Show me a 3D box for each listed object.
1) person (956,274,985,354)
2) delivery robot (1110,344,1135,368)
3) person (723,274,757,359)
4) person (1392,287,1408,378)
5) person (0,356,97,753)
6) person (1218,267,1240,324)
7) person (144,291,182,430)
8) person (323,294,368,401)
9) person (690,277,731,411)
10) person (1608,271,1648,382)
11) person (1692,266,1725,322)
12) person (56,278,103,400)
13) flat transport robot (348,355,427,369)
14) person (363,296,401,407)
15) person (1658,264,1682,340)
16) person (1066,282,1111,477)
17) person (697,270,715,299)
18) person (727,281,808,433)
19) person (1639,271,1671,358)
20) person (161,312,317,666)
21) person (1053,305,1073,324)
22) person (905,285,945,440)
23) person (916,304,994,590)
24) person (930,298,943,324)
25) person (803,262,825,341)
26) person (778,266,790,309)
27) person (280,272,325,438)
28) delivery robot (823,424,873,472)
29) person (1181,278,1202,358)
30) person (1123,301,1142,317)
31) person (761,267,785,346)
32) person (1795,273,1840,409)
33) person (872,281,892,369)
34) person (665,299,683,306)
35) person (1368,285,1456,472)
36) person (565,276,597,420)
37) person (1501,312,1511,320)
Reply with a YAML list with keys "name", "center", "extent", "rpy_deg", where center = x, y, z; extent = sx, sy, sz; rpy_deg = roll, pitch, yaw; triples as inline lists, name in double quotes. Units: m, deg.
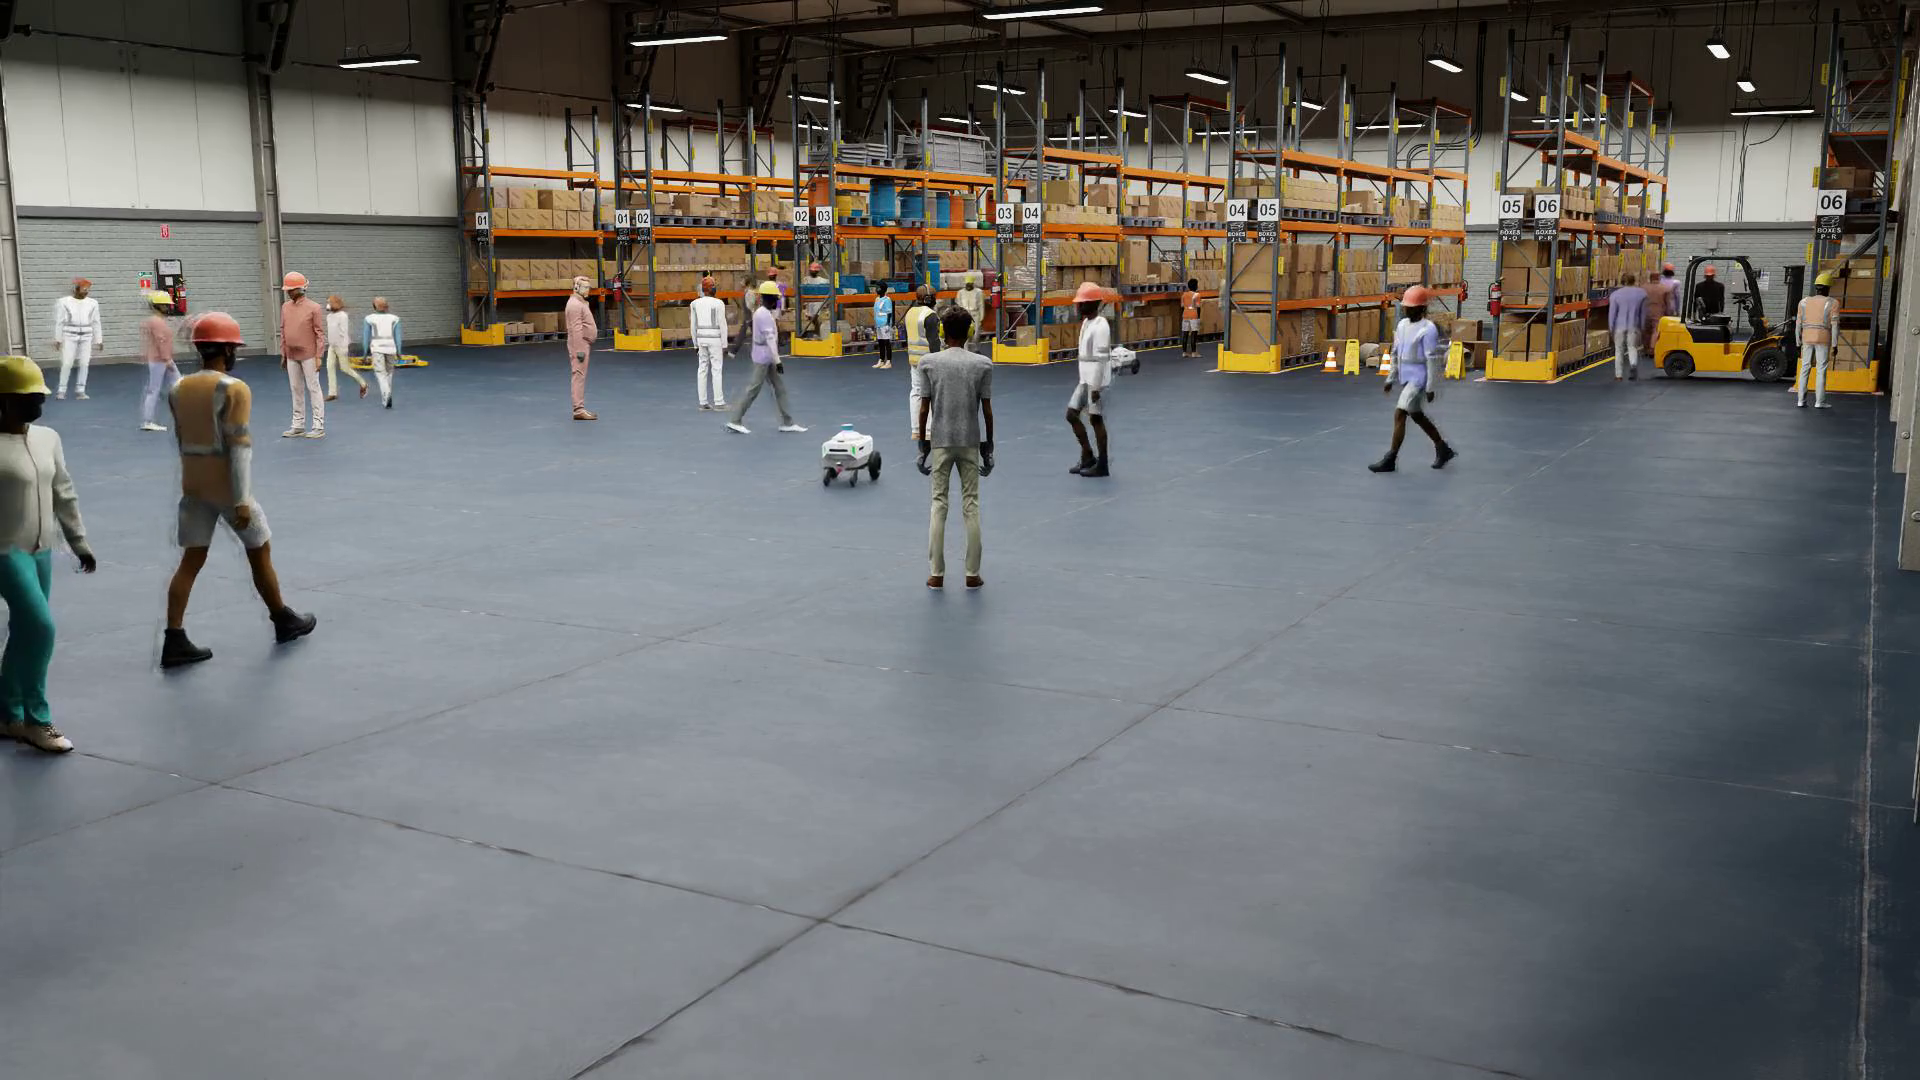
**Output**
- name: "person"
  center: [0.193, -4.617, 34.529]
  extent: [0.624, 1.810, 0.429]
  rpy_deg: [2, 10, 9]
- name: "delivery robot"
  center: [2.953, -3.369, 30.632]
  extent: [0.477, 0.478, 0.707]
  rpy_deg: [6, 11, 30]
- name: "person"
  center: [-4.548, -4.726, 35.262]
  extent: [1.002, 1.779, 0.513]
  rpy_deg: [-1, 10, -8]
- name: "person"
  center: [7.864, -3.703, 29.711]
  extent: [0.268, 1.632, 0.507]
  rpy_deg: [3, 10, 16]
- name: "person"
  center: [-4.085, 0.065, 7.344]
  extent: [0.646, 1.745, 0.526]
  rpy_deg: [1, 10, 7]
- name: "person"
  center: [6.701, -5.747, 40.891]
  extent: [0.650, 1.919, 0.764]
  rpy_deg: [9, 13, 41]
- name: "person"
  center: [-9.860, -2.229, 20.801]
  extent: [0.836, 1.734, 0.533]
  rpy_deg: [-2, 10, -9]
- name: "person"
  center: [-9.352, -2.912, 25.147]
  extent: [0.508, 1.607, 0.695]
  rpy_deg: [7, 12, 35]
- name: "person"
  center: [-3.502, -2.742, 23.358]
  extent: [0.572, 1.883, 0.356]
  rpy_deg: [5, 11, 25]
- name: "person"
  center: [11.458, -3.654, 28.573]
  extent: [0.645, 1.922, 0.521]
  rpy_deg: [2, 10, 9]
- name: "person"
  center: [16.132, -4.915, 35.899]
  extent: [0.644, 1.938, 1.028]
  rpy_deg: [5, 11, 28]
- name: "person"
  center: [-13.384, -3.049, 25.258]
  extent: [0.636, 1.848, 0.418]
  rpy_deg: [-9, 13, -41]
- name: "flat transport robot"
  center: [-11.148, -3.464, 32.292]
  extent: [0.652, 0.197, 1.431]
  rpy_deg: [7, 12, 35]
- name: "person"
  center: [-8.280, -2.698, 23.903]
  extent: [0.523, 1.611, 0.740]
  rpy_deg: [-6, 12, -33]
- name: "person"
  center: [16.198, -5.324, 38.174]
  extent: [0.626, 1.987, 1.036]
  rpy_deg: [5, 11, 29]
- name: "person"
  center: [1.256, -1.563, 16.341]
  extent: [0.534, 1.917, 0.588]
  rpy_deg: [-2, 10, -14]
- name: "person"
  center: [-5.701, -5.169, 37.625]
  extent: [0.519, 1.865, 0.331]
  rpy_deg: [6, 11, 30]
- name: "person"
  center: [-2.414, -2.234, 20.450]
  extent: [0.989, 1.885, 0.586]
  rpy_deg: [0, 10, -2]
- name: "person"
  center: [14.890, -4.842, 35.714]
  extent: [0.659, 1.869, 0.968]
  rpy_deg: [5, 11, 27]
- name: "person"
  center: [-4.021, -0.293, 9.055]
  extent: [0.554, 1.875, 1.012]
  rpy_deg: [4, 10, 20]
- name: "person"
  center: [2.460, -5.385, 39.309]
  extent: [0.488, 1.728, 0.593]
  rpy_deg: [4, 10, 22]
- name: "person"
  center: [-0.394, -2.078, 19.589]
  extent: [0.429, 1.844, 0.624]
  rpy_deg: [-6, 11, -31]
- name: "person"
  center: [-0.033, -0.597, 10.872]
  extent: [0.516, 1.865, 0.313]
  rpy_deg: [0, 10, -2]
- name: "person"
  center: [-0.612, -6.240, 44.642]
  extent: [0.328, 1.608, 0.630]
  rpy_deg: [6, 11, 31]
- name: "person"
  center: [-3.655, -6.046, 42.296]
  extent: [0.628, 2.020, 0.687]
  rpy_deg: [5, 11, 29]
- name: "person"
  center: [-5.045, -6.803, 47.064]
  extent: [0.589, 1.905, 0.449]
  rpy_deg: [5, 11, 29]
- name: "person"
  center: [-7.897, -2.209, 19.938]
  extent: [0.611, 1.985, 0.393]
  rpy_deg: [3, 10, 19]
- name: "delivery robot"
  center: [-1.079, -0.872, 16.016]
  extent: [0.477, 0.478, 0.707]
  rpy_deg: [2, 10, 11]
- name: "person"
  center: [4.947, -4.737, 35.575]
  extent: [0.322, 1.696, 0.536]
  rpy_deg: [-8, 12, -38]
- name: "person"
  center: [5.033, -7.102, 48.741]
  extent: [0.646, 1.928, 0.536]
  rpy_deg: [5, 11, 27]
- name: "person"
  center: [-4.551, -5.598, 40.027]
  extent: [0.562, 1.903, 0.851]
  rpy_deg: [7, 12, 35]
- name: "person"
  center: [12.295, -2.847, 23.839]
  extent: [0.382, 1.924, 0.594]
  rpy_deg: [-8, 12, -39]
- name: "person"
  center: [-1.485, -4.135, 32.051]
  extent: [0.322, 1.697, 0.535]
  rpy_deg: [-6, 11, -29]
- name: "person"
  center: [-7.139, -5.826, 41.708]
  extent: [0.590, 1.792, 0.889]
  rpy_deg: [5, 11, 27]
- name: "person"
  center: [4.642, -1.627, 16.823]
  extent: [0.961, 1.898, 0.552]
  rpy_deg: [-3, 10, -15]
- name: "person"
  center: [-5.042, -2.556, 22.214]
  extent: [0.402, 1.904, 0.639]
  rpy_deg: [-1, 10, -8]
- name: "person"
  center: [14.851, -6.408, 44.957]
  extent: [0.448, 1.827, 0.582]
  rpy_deg: [4, 10, 21]
